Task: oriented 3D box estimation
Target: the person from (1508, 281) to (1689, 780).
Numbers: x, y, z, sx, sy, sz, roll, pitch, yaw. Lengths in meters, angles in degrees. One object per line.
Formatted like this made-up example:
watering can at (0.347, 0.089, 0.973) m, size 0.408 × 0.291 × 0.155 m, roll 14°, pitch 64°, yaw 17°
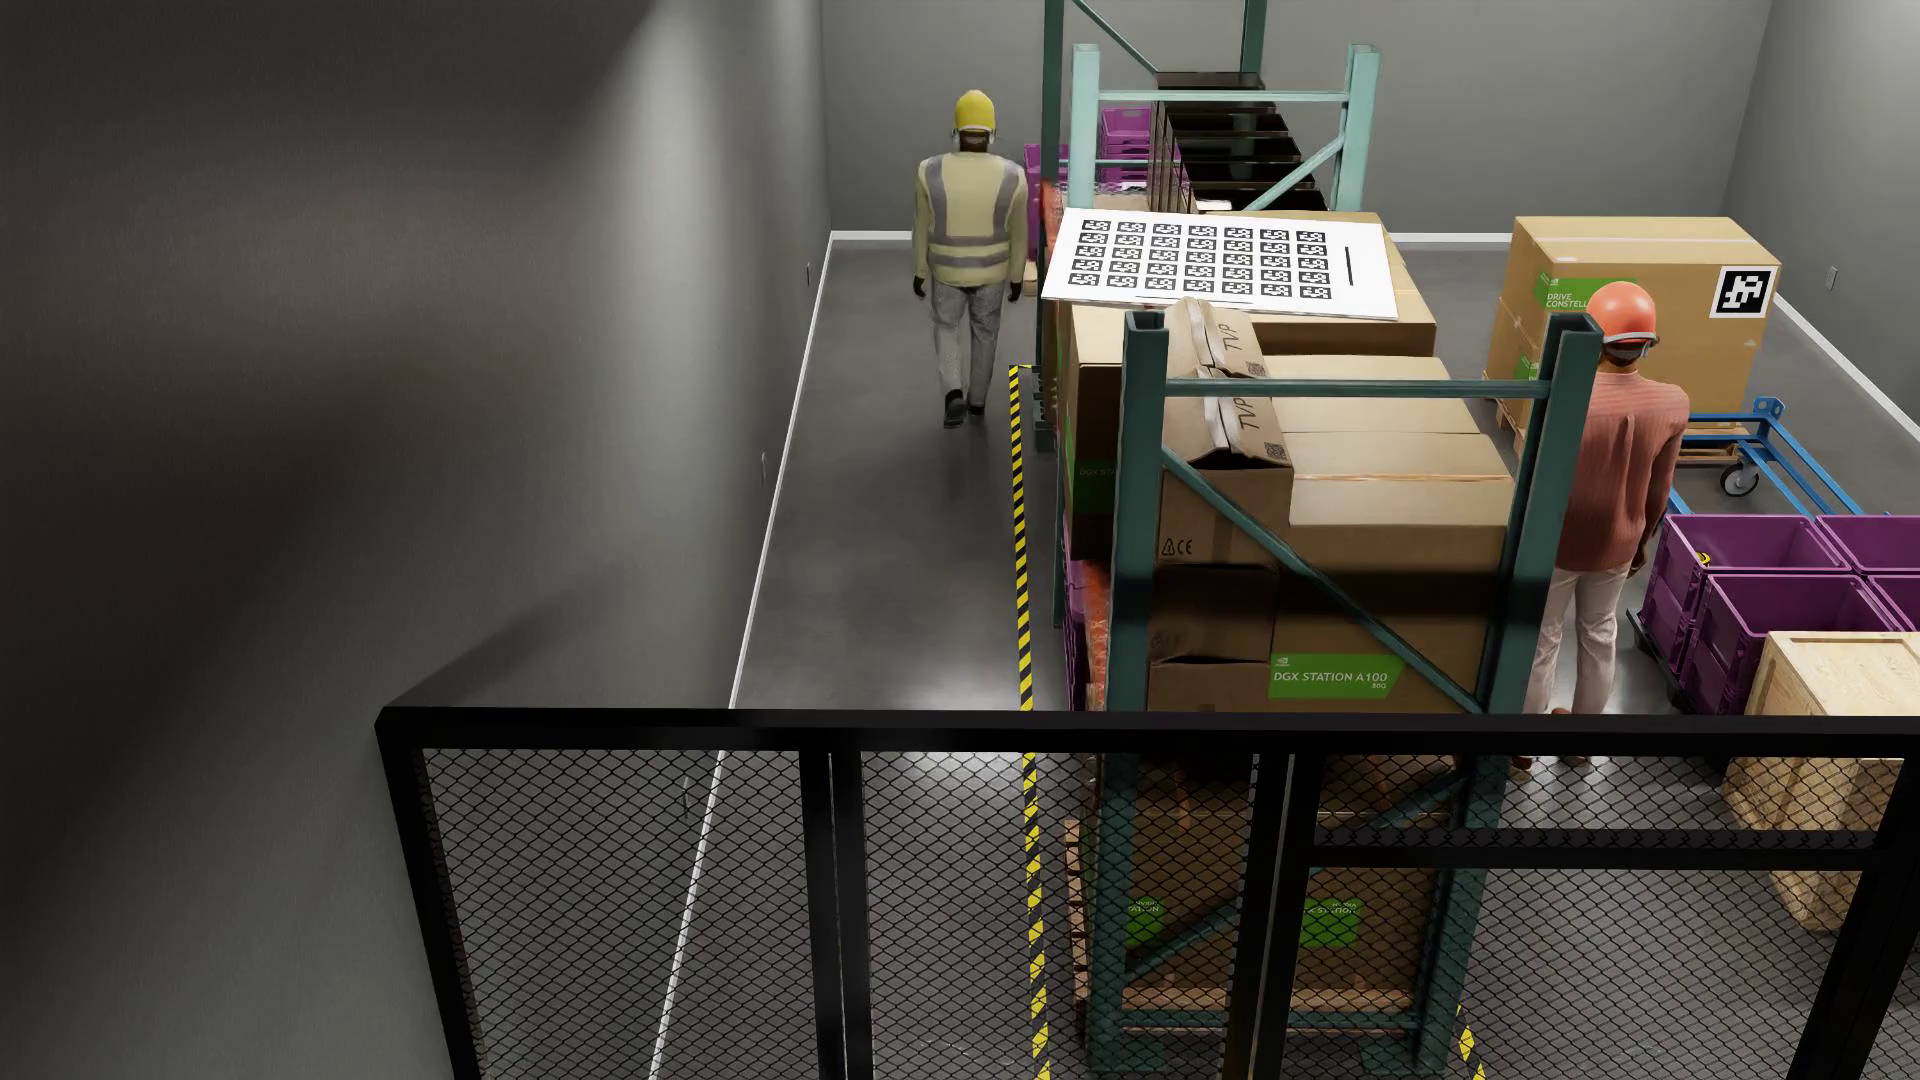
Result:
person at (2.291, -0.006, 6.174) m, size 0.623 × 1.989 × 0.400 m, roll -7°, pitch 32°, yaw -12°

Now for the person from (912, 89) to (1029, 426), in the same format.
person at (0.056, -1.420, 8.686) m, size 0.611 × 1.820 × 0.517 m, roll -1°, pitch 31°, yaw -1°
